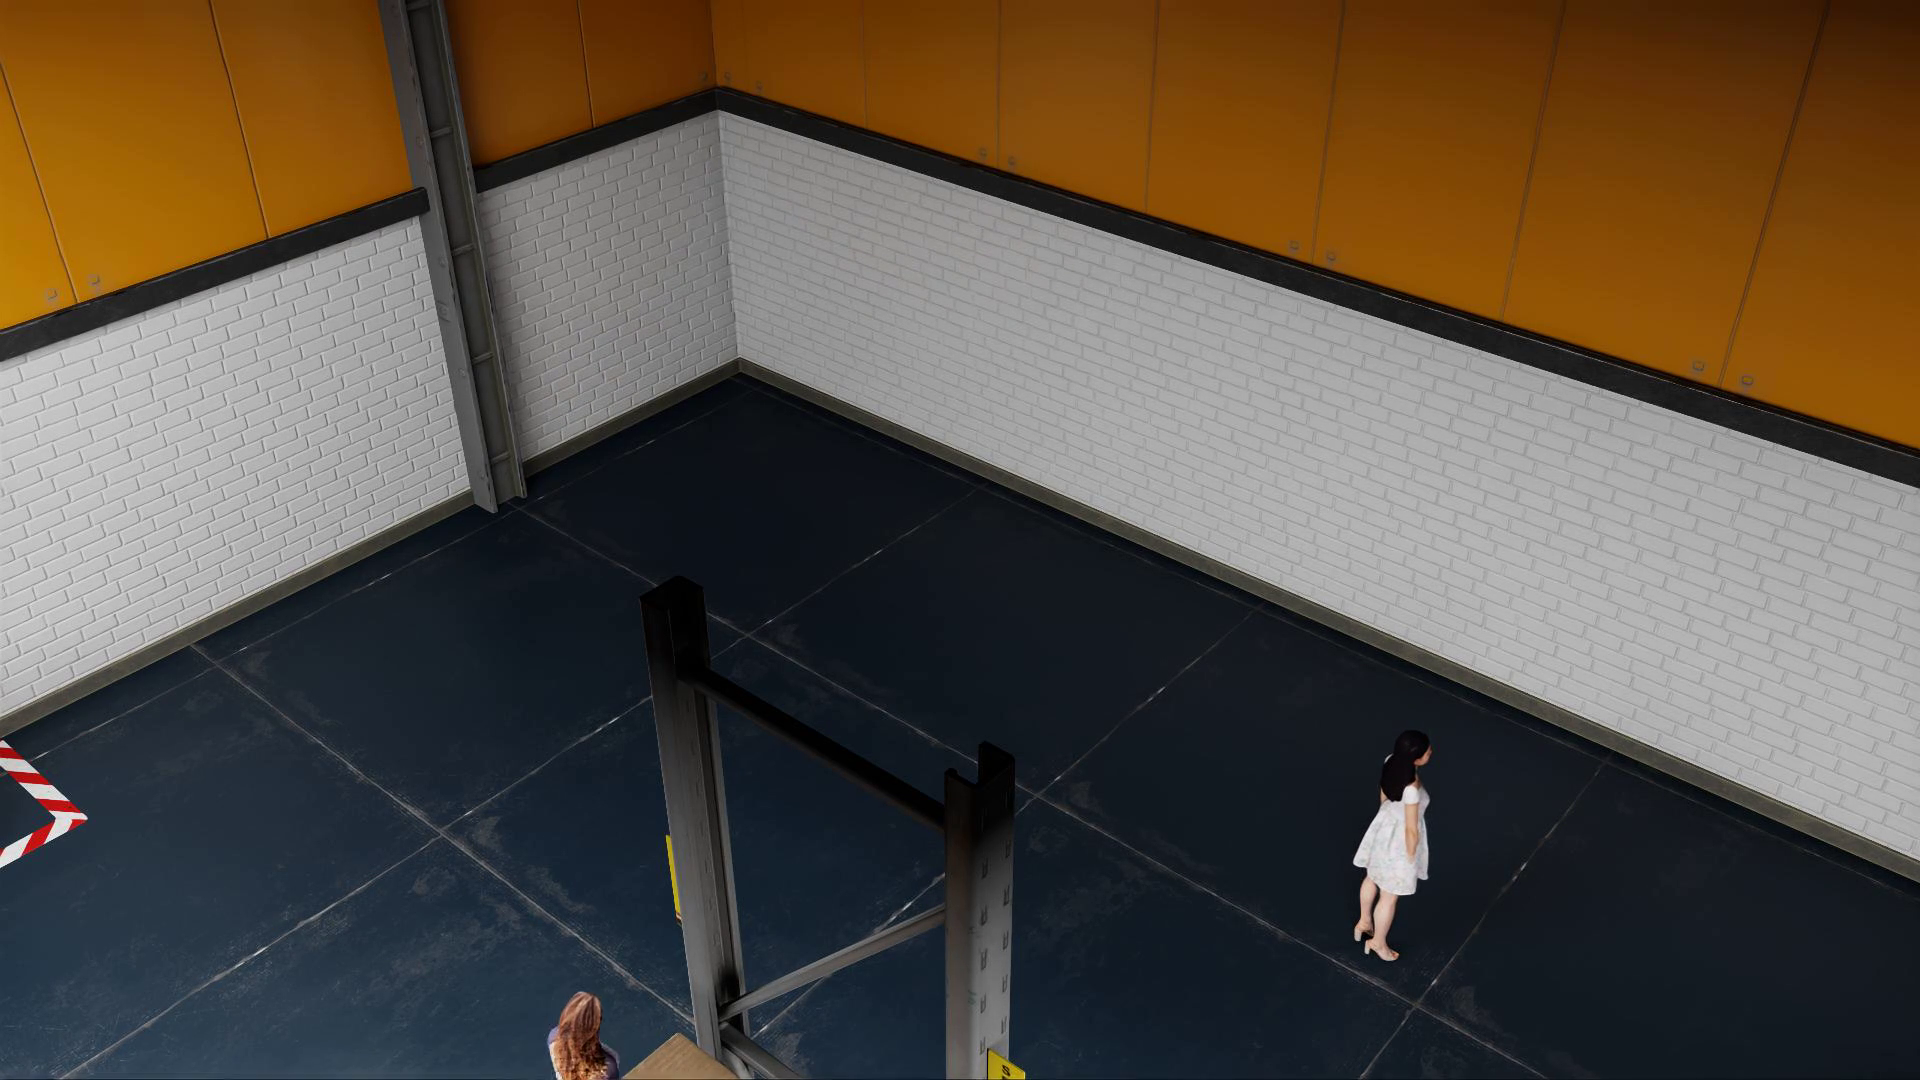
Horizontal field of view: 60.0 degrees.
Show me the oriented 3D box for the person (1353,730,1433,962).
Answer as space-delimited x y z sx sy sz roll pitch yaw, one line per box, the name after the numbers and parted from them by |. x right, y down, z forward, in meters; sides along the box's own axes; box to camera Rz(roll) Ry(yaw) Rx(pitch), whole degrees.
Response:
2.704 1.889 10.348 0.827 1.774 0.775 -5 34 -8 | person

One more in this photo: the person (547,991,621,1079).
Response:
-1.973 3.047 8.661 0.609 1.713 0.636 24 40 31 | person
